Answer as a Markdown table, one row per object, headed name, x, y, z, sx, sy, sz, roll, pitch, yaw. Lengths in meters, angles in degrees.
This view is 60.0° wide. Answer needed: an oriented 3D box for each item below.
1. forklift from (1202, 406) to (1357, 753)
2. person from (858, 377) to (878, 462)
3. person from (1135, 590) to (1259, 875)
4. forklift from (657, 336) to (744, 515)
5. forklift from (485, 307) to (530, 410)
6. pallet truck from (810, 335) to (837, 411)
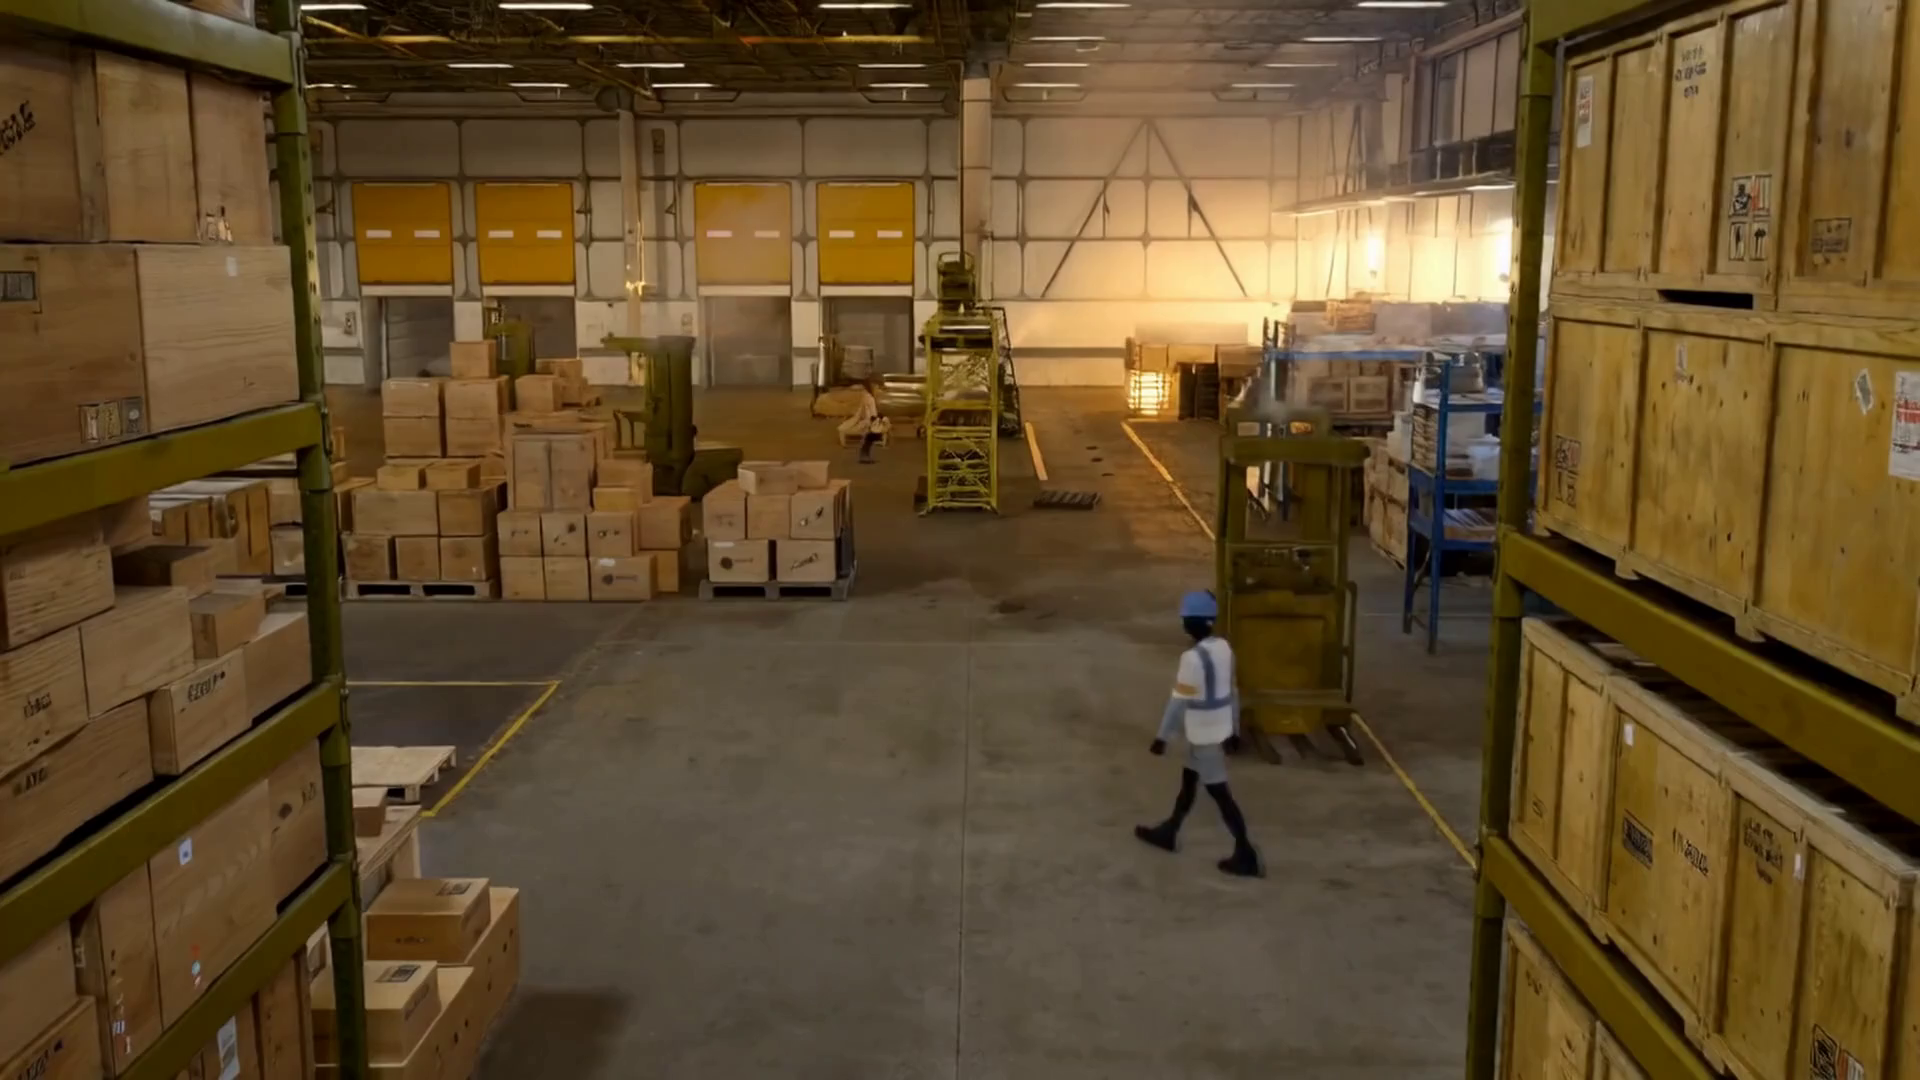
| name | x | y | z | sx | sy | sz | roll | pitch | yaw |
| --- | --- | --- | --- | --- | --- | --- | --- | --- | --- |
| forklift | 2.693 | 0.247 | 14.276 | 1.129 | 2.768 | 1.873 | 0 | 10 | 1 |
| person | -1.805 | -2.362 | 32.772 | 0.368 | 1.691 | 0.536 | -2 | 10 | -10 |
| person | 1.643 | 1.283 | 11.205 | 0.990 | 1.887 | 0.553 | 6 | 12 | 32 |
| forklift | -4.406 | -1.785 | 26.002 | 1.873 | 2.768 | 1.129 | -5 | 11 | -24 |
| forklift | -10.754 | -4.150 | 39.646 | 1.129 | 2.768 | 1.873 | 0 | 10 | 1 |
| pallet truck | -3.021 | -4.312 | 43.126 | 1.885 | 1.965 | 0.823 | 3 | 10 | 17 |
